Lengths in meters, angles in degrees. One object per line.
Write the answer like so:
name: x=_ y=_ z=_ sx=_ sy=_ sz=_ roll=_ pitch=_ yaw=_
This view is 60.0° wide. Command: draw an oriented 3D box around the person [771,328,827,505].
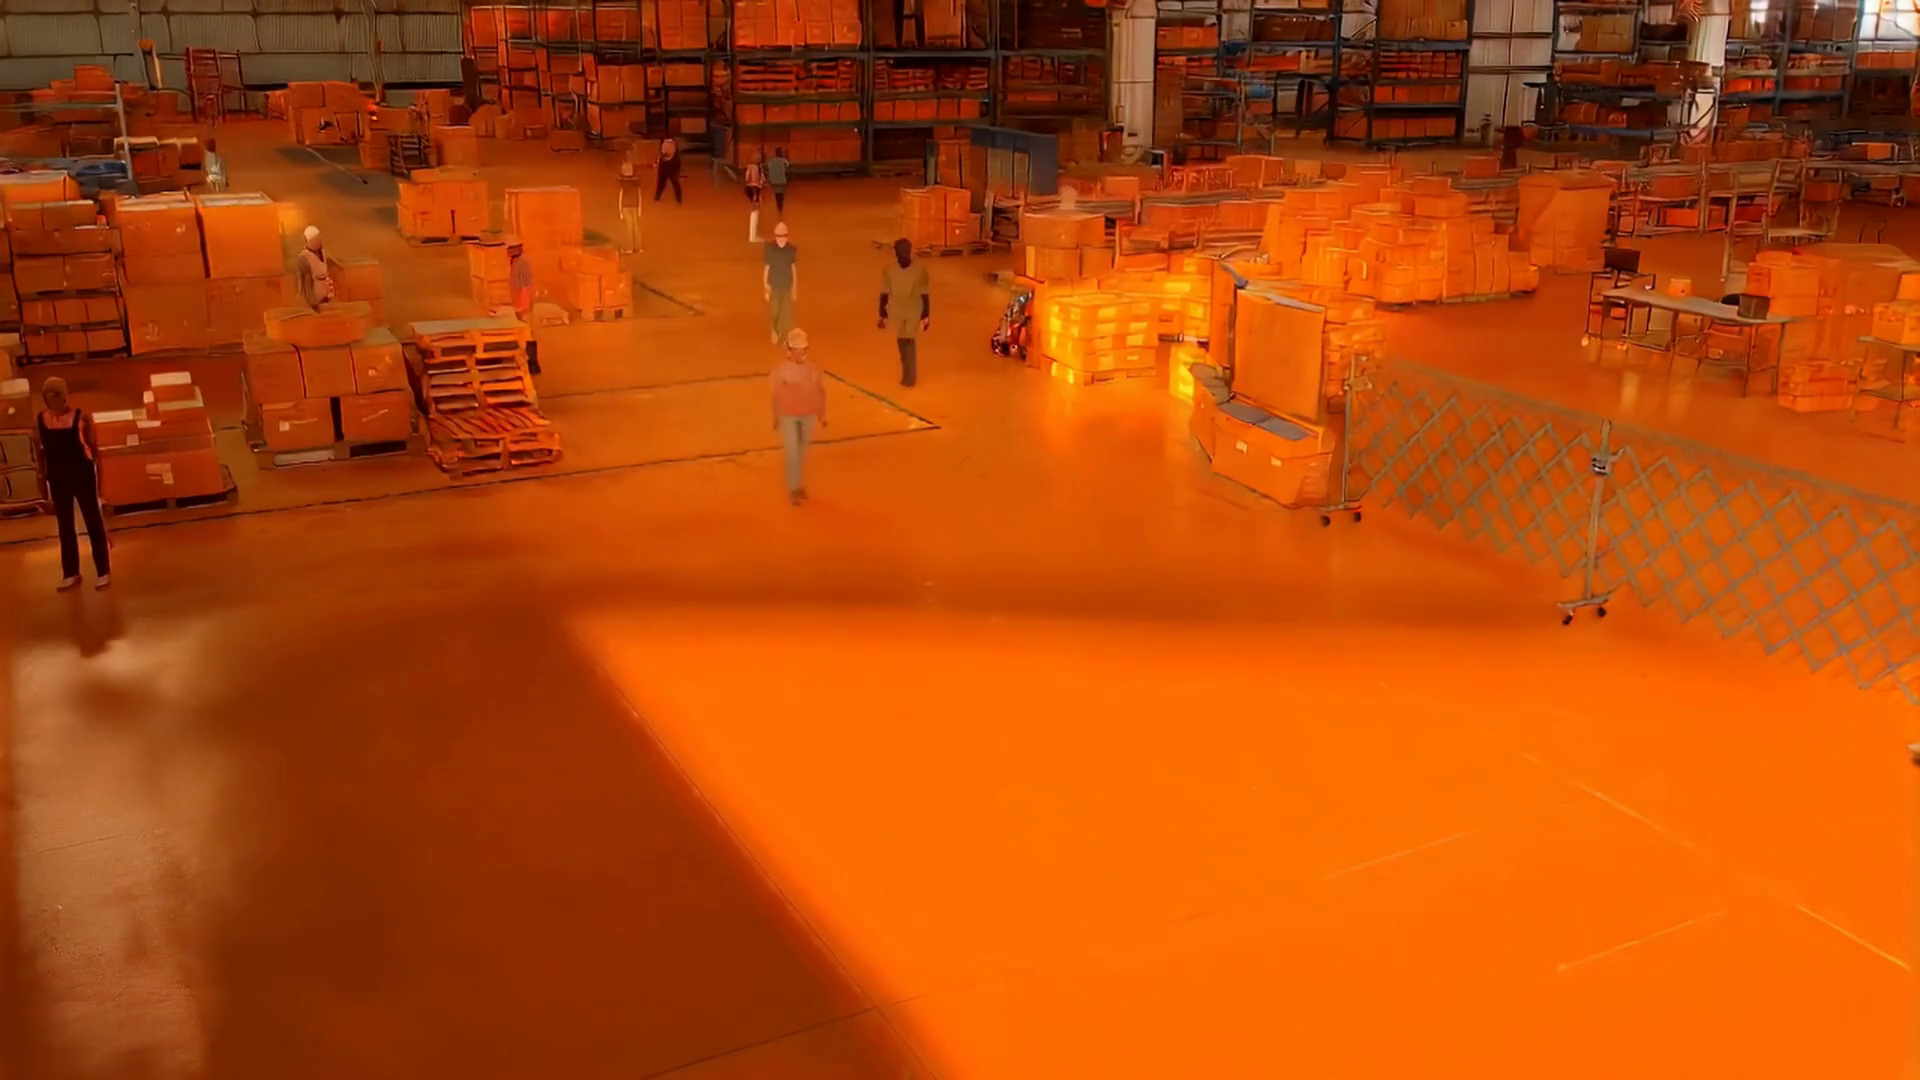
person: x=-1.563 y=-1.217 z=16.438 sx=0.546 sy=1.747 sz=0.594 roll=-8 pitch=19 yaw=-23

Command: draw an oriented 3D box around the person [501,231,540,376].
person: x=-5.868 y=-3.149 z=22.172 sx=0.373 sy=1.934 sz=0.551 roll=-8 pitch=19 yaw=-22

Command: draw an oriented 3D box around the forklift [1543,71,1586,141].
forklift: x=18.685 y=-13.231 z=52.085 sx=1.873 sy=2.768 sz=1.129 roll=-9 pitch=20 yaw=-26

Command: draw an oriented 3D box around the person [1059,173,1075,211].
person: x=2.221 y=-6.515 z=33.203 sx=0.766 sy=1.601 sz=0.523 roll=-9 pitch=20 yaw=-26

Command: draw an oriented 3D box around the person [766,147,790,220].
person: x=-4.248 y=-8.297 z=38.671 sx=0.539 sy=1.655 sz=0.819 roll=-8 pitch=19 yaw=-22

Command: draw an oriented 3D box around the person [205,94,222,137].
person: x=-28.204 y=-16.018 z=62.806 sx=0.521 sy=1.620 sz=0.573 roll=-13 pitch=22 yaw=-36

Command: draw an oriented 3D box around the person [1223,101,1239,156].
person: x=9.068 y=-13.717 z=55.223 sx=0.548 sy=1.890 sz=1.004 roll=-9 pitch=20 yaw=-26

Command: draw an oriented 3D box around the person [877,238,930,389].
person: x=-0.736 y=-2.904 z=21.402 sx=0.619 sy=1.938 sz=0.727 roll=6 pitch=19 yaw=19

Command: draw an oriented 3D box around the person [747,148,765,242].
person: x=-4.282 y=-7.249 z=34.982 sx=0.394 sy=1.929 sz=0.539 roll=-6 pitch=19 yaw=-17

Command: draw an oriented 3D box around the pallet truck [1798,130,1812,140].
pallet truck: x=25.526 y=-11.556 z=49.408 sx=1.630 sy=1.274 sz=0.653 roll=-9 pitch=20 yaw=-26

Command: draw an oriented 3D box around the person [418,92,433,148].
person: x=-18.766 y=-14.743 z=58.365 sx=0.587 sy=1.911 sz=0.397 roll=14 pitch=23 yaw=37

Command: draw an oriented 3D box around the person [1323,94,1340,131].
person: x=14.841 y=-17.201 z=66.216 sx=0.902 sy=1.796 sz=0.604 roll=-10 pitch=20 yaw=-28

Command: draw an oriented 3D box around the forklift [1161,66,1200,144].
forklift: x=7.194 y=-14.588 z=56.315 sx=1.873 sy=2.768 sz=1.129 roll=-9 pitch=20 yaw=-26

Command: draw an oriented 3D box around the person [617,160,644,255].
person: x=-6.545 y=-6.607 z=33.068 sx=0.532 sy=1.864 sz=0.310 roll=-10 pitch=20 yaw=-28

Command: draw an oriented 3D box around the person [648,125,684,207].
person: x=-7.278 y=-9.263 z=41.066 sx=1.002 sy=2.000 sz=0.696 roll=9 pitch=20 yaw=25

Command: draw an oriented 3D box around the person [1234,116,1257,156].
person: x=8.023 y=-11.038 z=46.986 sx=0.722 sy=1.806 sz=0.615 roll=-11 pitch=21 yaw=-30

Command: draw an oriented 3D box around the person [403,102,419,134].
person: x=-18.998 y=-14.330 z=57.550 sx=0.518 sy=1.617 sz=0.383 roll=-13 pitch=22 yaw=-36

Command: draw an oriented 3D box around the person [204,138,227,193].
person: x=-17.152 y=-8.348 z=38.486 sx=0.586 sy=1.869 sz=0.529 roll=6 pitch=19 yaw=18

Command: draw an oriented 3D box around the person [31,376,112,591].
person: x=-7.472 y=-0.476 z=13.987 sx=0.519 sy=1.844 sz=0.331 roll=-3 pitch=18 yaw=-9

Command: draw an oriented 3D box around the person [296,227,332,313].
person: x=-8.818 y=-3.325 z=22.759 sx=0.390 sy=1.914 sz=0.588 roll=1 pitch=18 yaw=2

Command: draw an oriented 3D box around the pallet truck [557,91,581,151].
pallet truck: x=-13.495 y=-14.412 z=57.188 sx=0.823 sy=1.965 sz=1.885 roll=-3 pitch=18 yaw=-9

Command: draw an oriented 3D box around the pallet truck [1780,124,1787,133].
pallet truck: x=25.206 y=-12.542 z=52.601 sx=1.601 sy=1.201 sz=0.680 roll=0 pitch=18 yaw=-2

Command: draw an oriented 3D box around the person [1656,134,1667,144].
person: x=24.027 y=-14.165 z=56.913 sx=0.540 sy=1.682 sz=0.418 roll=14 pitch=22 yaw=36

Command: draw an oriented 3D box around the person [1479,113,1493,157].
person: x=15.532 y=-11.703 z=49.146 sx=0.451 sy=1.752 sz=0.542 roll=-9 pitch=20 yaw=-25

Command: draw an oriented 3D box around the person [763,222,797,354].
person: x=-2.584 y=-3.653 z=23.898 sx=0.514 sy=1.843 sz=0.876 roll=-3 pitch=18 yaw=-8

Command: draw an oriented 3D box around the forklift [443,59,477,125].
forklift: x=-19.045 y=-17.199 z=64.454 sx=1.873 sy=2.768 sz=1.129 roll=-9 pitch=20 yaw=-26

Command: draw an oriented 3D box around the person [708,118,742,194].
person: x=-6.243 y=-10.122 z=43.871 sx=0.836 sy=1.967 sz=0.619 roll=-1 pitch=18 yaw=-3
